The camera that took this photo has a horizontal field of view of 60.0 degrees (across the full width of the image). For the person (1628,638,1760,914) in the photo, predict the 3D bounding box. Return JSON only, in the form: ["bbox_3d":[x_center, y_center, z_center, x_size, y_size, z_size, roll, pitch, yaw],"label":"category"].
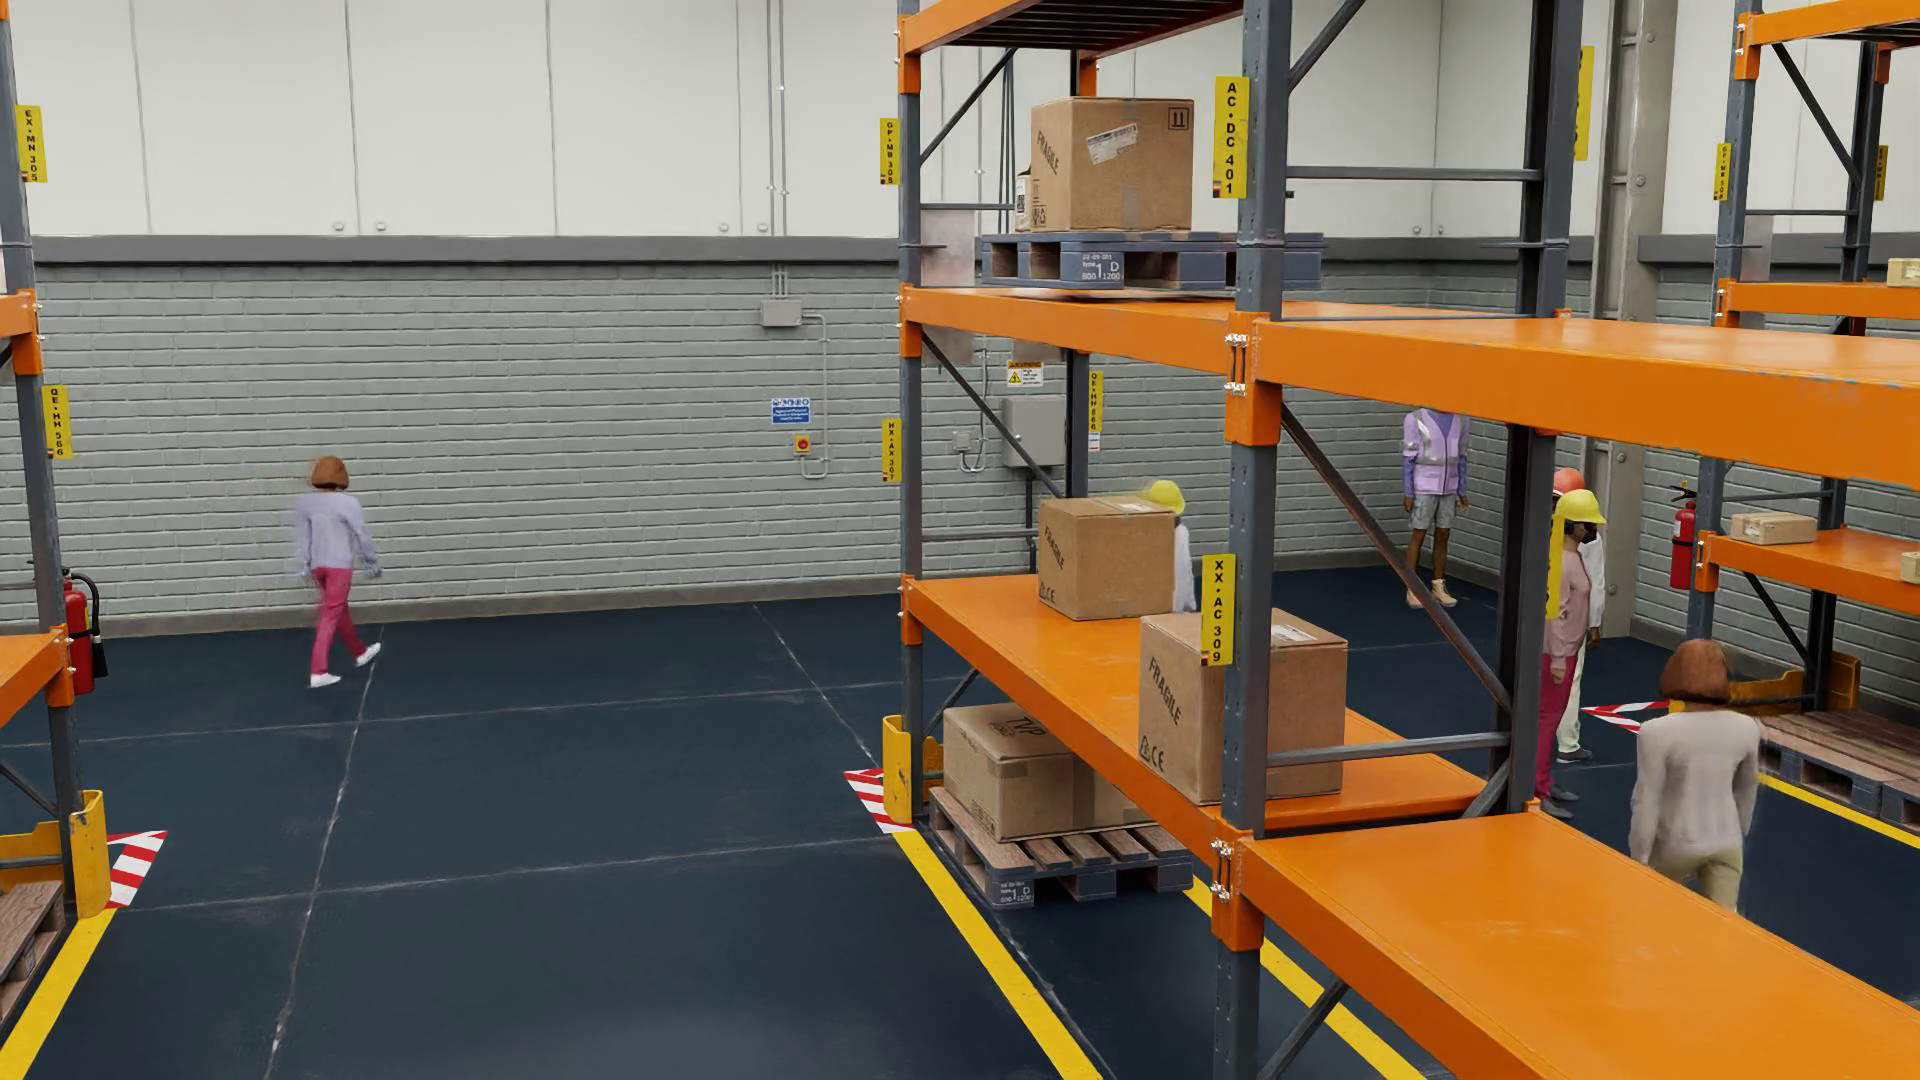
[{"bbox_3d":[2.756,1.152,6.334,0.519,1.577,0.836,-1,10,-6],"label":"person"}]

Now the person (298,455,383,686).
[{"bbox_3d":[-4.372,0.194,11.756,0.501,1.590,0.836,5,11,25],"label":"person"}]

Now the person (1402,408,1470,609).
[{"bbox_3d":[4.022,-0.438,14.050,0.612,2.047,0.361,-3,10,-16],"label":"person"}]

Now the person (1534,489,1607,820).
[{"bbox_3d":[3.256,0.600,8.939,0.327,1.767,0.533,5,11,26],"label":"person"}]
